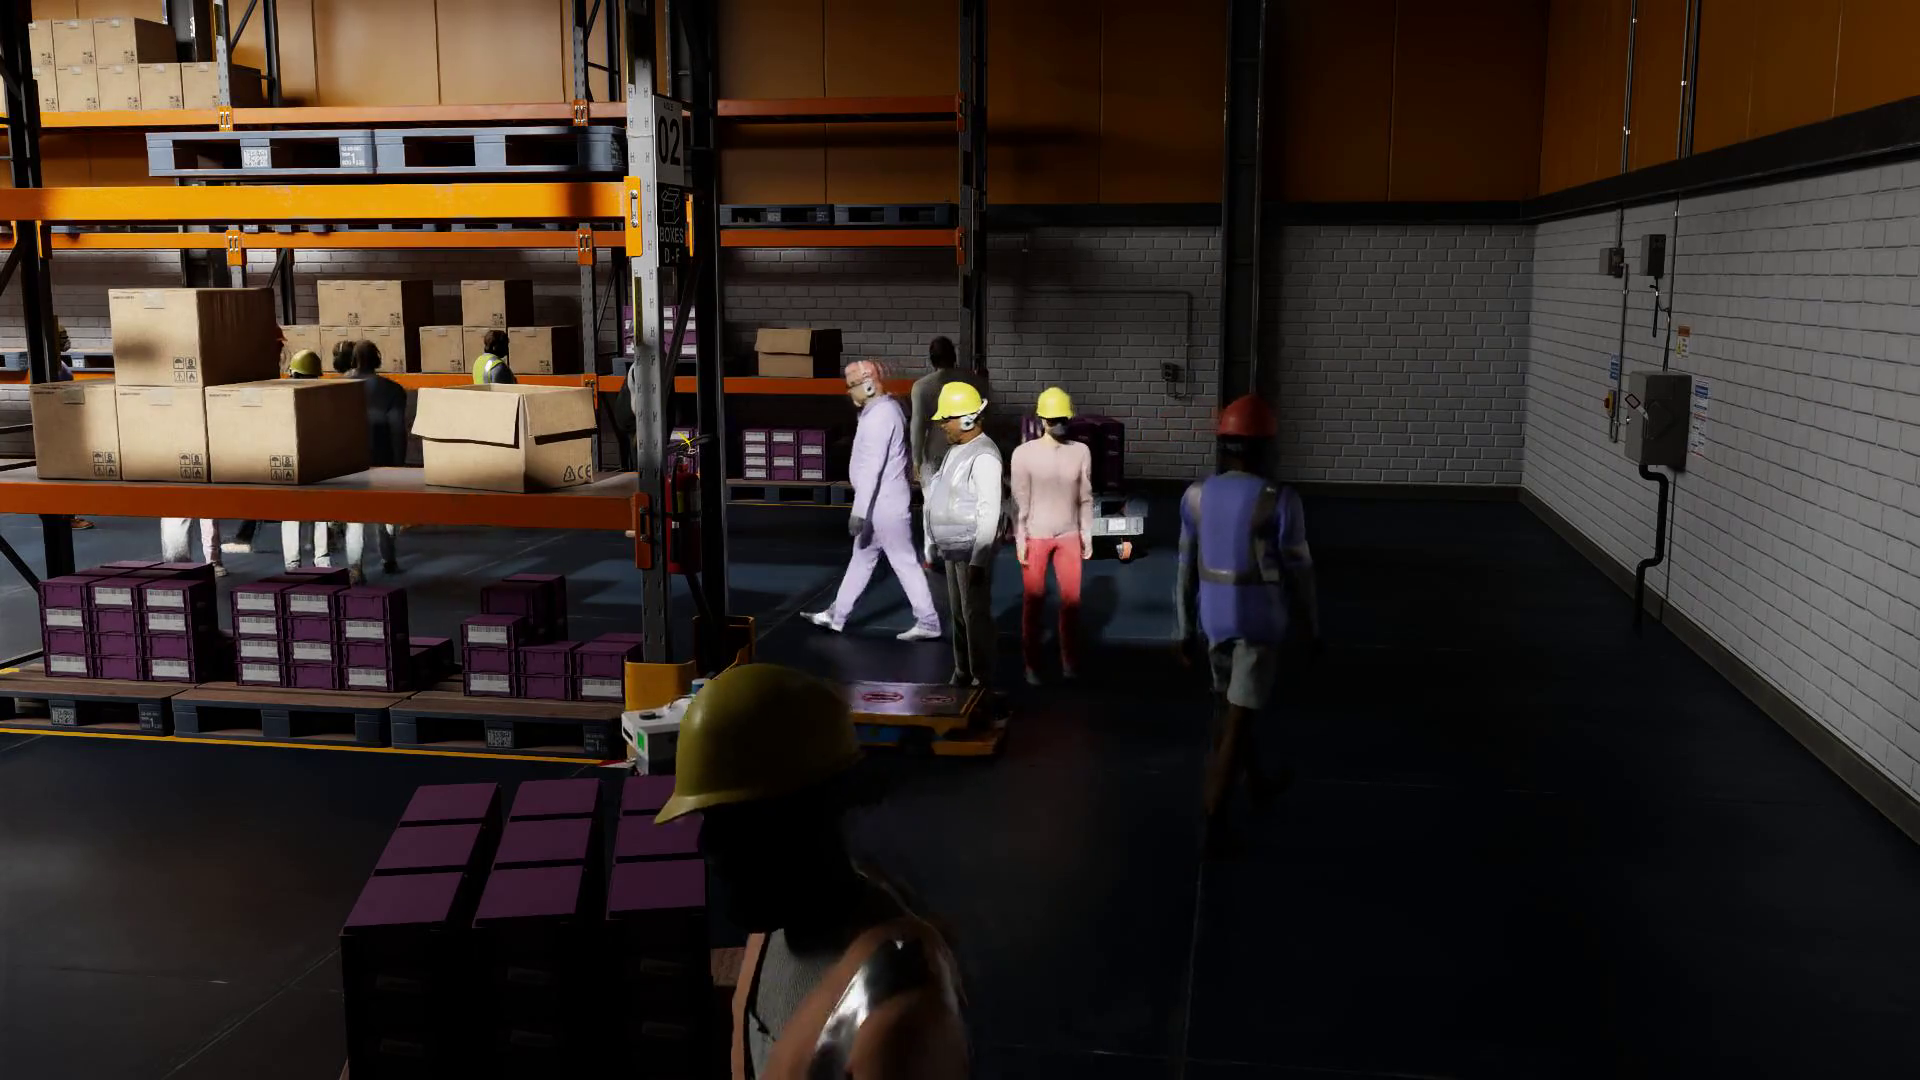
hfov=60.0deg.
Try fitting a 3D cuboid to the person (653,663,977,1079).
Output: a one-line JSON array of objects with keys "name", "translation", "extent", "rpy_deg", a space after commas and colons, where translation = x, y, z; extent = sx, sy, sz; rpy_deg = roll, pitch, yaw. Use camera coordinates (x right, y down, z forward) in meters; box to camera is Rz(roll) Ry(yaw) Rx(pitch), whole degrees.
[{"name": "person", "translation": [-0.131, 1.114, 2.270], "extent": [0.469, 1.894, 0.707], "rpy_deg": [-5, 10, -27]}]

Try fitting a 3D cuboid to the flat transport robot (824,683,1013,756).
[{"name": "flat transport robot", "translation": [-0.480, 0.900, 8.573], "extent": [1.431, 0.197, 0.652], "rpy_deg": [2, 9, 10]}]

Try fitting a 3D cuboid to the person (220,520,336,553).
[{"name": "person", "translation": [-5.861, -0.768, 14.235], "extent": [0.989, 1.799, 0.512], "rpy_deg": [1, 9, 8]}]

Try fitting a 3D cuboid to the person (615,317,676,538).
[{"name": "person", "translation": [-2.875, -1.051, 15.205], "extent": [0.535, 2.000, 0.686], "rpy_deg": [1, 9, 6]}]

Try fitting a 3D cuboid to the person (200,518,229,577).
[{"name": "person", "translation": [-6.041, -0.681, 13.052], "extent": [0.610, 1.996, 0.379], "rpy_deg": [-6, 11, -35]}]

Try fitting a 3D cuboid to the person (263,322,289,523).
[{"name": "person", "translation": [-6.625, -1.134, 16.042], "extent": [0.373, 1.934, 0.551], "rpy_deg": [-5, 10, -28]}]

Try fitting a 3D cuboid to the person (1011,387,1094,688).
[{"name": "person", "translation": [0.542, -0.010, 9.658], "extent": [0.547, 1.756, 0.347], "rpy_deg": [-4, 10, -22]}]

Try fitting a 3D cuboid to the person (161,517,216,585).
[{"name": "person", "translation": [-5.886, -0.540, 12.518], "extent": [0.339, 1.882, 0.583], "rpy_deg": [-7, 11, -36]}]

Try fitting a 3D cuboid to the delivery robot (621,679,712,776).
[{"name": "delivery robot", "translation": [-1.166, 0.875, 7.563], "extent": [0.707, 0.478, 0.477], "rpy_deg": [-4, 10, -24]}]

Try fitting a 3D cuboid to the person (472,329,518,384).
[{"name": "person", "translation": [-4.611, -1.180, 16.635], "extent": [0.429, 1.842, 0.626], "rpy_deg": [-7, 12, -37]}]

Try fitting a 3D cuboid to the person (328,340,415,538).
[{"name": "person", "translation": [-5.416, -0.913, 15.110], "extent": [0.897, 1.807, 0.616], "rpy_deg": [-1, 9, -4]}]

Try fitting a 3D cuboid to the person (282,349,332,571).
[{"name": "person", "translation": [-4.993, -0.545, 12.741], "extent": [0.403, 1.829, 0.599], "rpy_deg": [6, 11, 31]}]

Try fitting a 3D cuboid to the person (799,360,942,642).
[{"name": "person", "translation": [-0.567, -0.240, 10.783], "extent": [0.984, 1.842, 0.704], "rpy_deg": [0, 9, 2]}]

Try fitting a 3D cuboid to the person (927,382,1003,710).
[{"name": "person", "translation": [0.025, 0.050, 9.050], "extent": [0.403, 1.822, 0.588], "rpy_deg": [-3, 10, -16]}]

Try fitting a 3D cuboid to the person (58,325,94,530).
[{"name": "person", "translation": [-8.416, -1.054, 15.543], "extent": [0.372, 1.940, 0.632], "rpy_deg": [-7, 12, -38]}]

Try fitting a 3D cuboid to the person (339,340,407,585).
[{"name": "person", "translation": [-4.638, -0.612, 12.979], "extent": [0.651, 1.896, 1.028], "rpy_deg": [-2, 9, -12]}]

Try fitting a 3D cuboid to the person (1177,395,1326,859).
[{"name": "person", "translation": [1.259, 0.338, 7.041], "extent": [0.560, 1.892, 0.937], "rpy_deg": [9, 13, 43]}]

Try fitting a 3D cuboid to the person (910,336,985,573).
[{"name": "person", "translation": [-0.069, -0.643, 13.104], "extent": [0.639, 1.907, 0.769], "rpy_deg": [-3, 10, -20]}]
